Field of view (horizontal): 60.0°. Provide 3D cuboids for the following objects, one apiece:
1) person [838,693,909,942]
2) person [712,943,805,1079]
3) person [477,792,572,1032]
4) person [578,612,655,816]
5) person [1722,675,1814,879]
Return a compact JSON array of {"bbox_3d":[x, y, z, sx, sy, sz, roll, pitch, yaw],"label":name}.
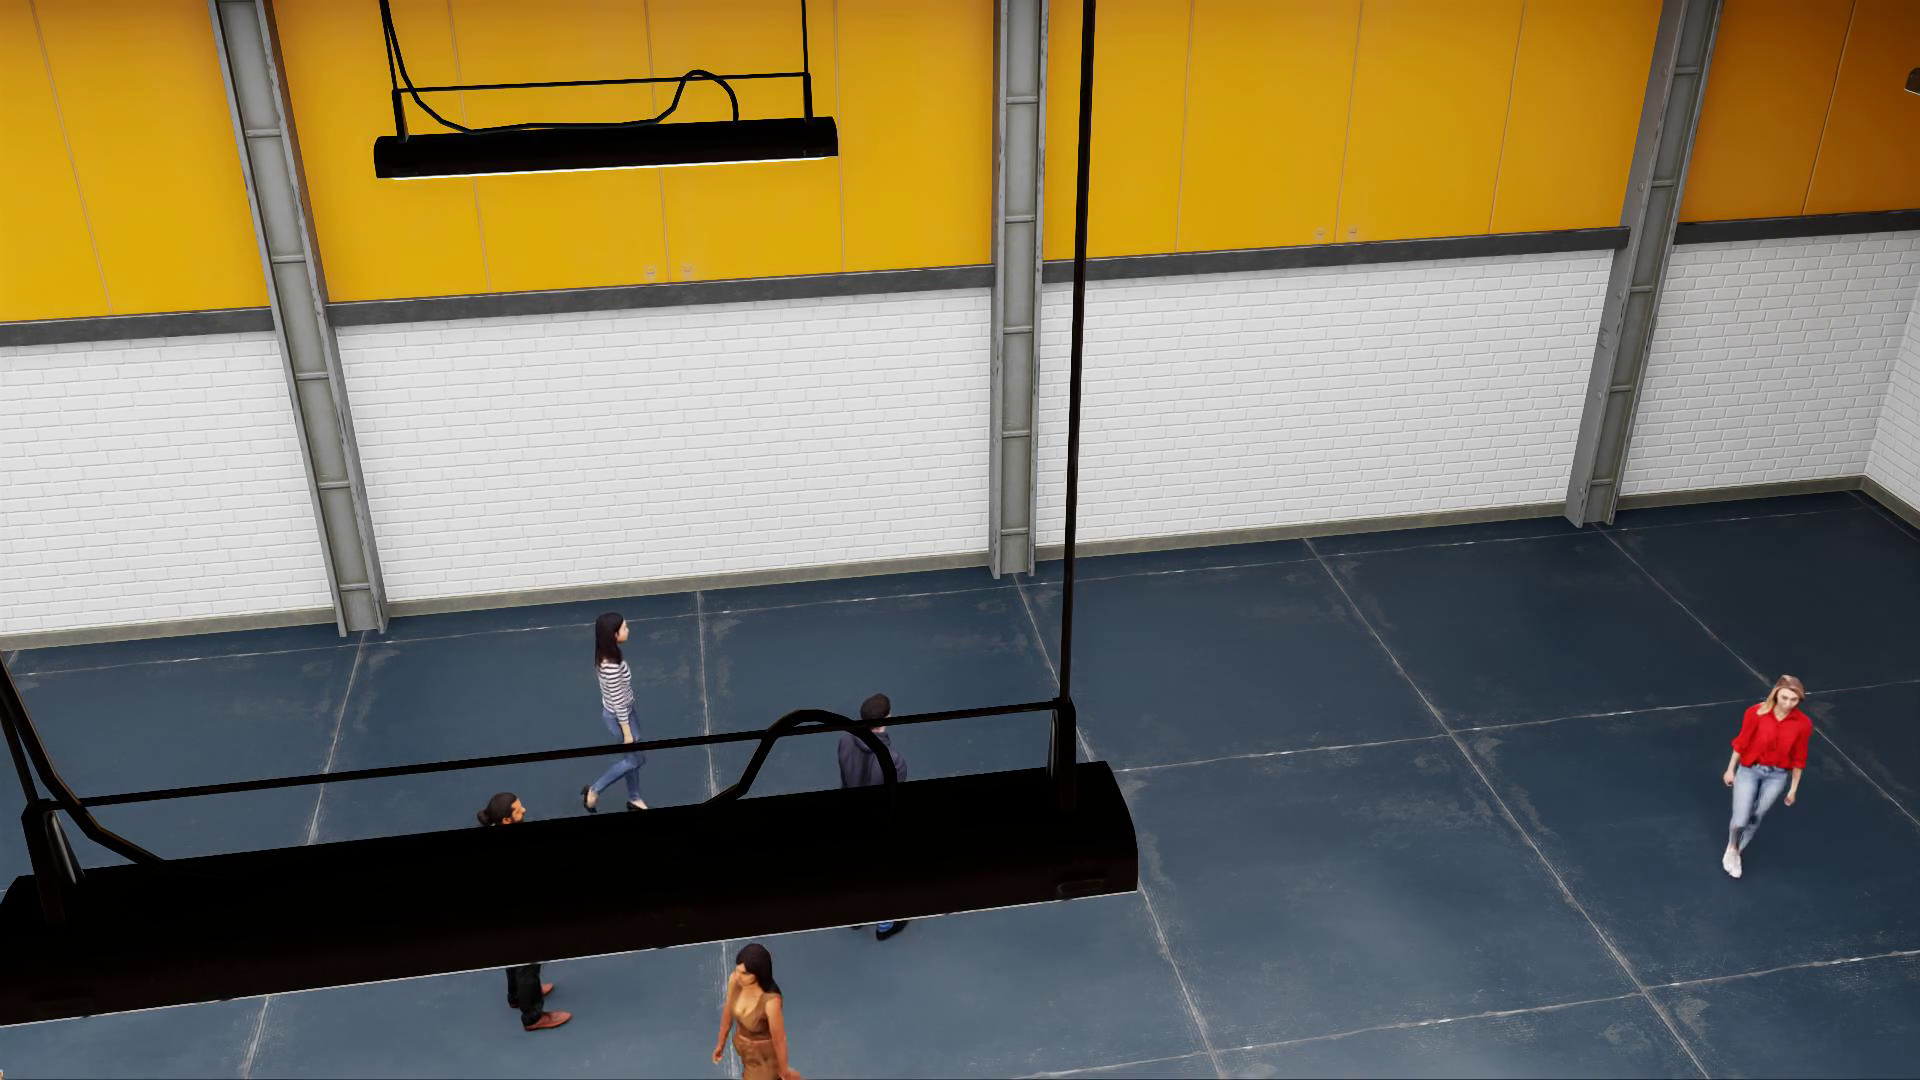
[{"bbox_3d":[-0.588,1.869,11.160,0.730,1.888,0.807,16,32,27],"label":"person"},{"bbox_3d":[-1.078,2.906,9.510,1.158,1.648,0.941,-22,36,-35],"label":"person"},{"bbox_3d":[-2.789,2.315,10.483,0.707,1.753,0.738,-17,33,-28],"label":"person"},{"bbox_3d":[-2.569,1.348,12.226,0.827,1.781,0.660,-8,30,-15],"label":"person"},{"bbox_3d":[5.681,1.630,11.799,0.661,1.697,0.782,8,30,15],"label":"person"}]
